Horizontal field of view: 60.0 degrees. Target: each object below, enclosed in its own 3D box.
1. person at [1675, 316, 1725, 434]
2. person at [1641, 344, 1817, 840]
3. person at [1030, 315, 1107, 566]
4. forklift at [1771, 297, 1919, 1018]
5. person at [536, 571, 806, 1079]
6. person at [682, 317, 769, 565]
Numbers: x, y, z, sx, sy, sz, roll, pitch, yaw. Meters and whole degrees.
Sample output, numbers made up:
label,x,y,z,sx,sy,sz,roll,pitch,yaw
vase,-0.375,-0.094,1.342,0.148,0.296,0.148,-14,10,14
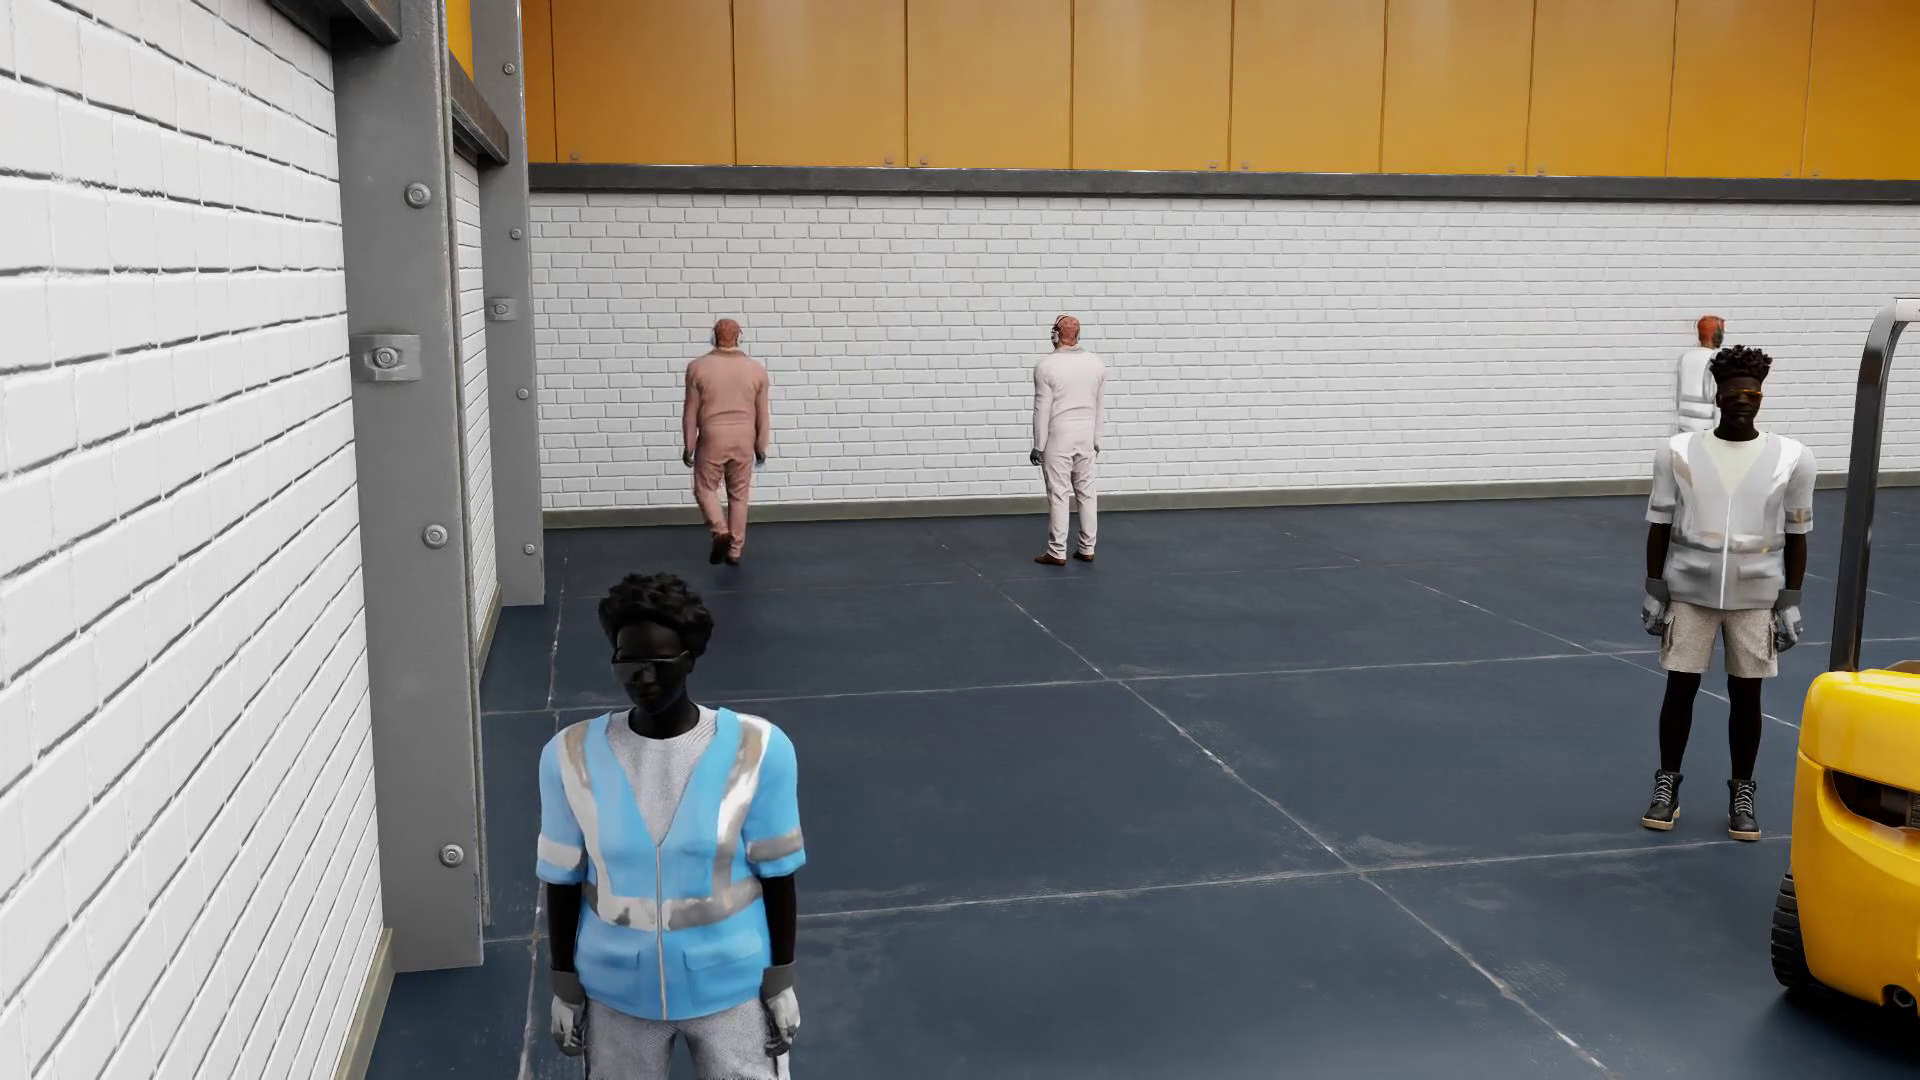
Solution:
label,x,y,z,sx,sy,sz,roll,pitch,yaw
person,6.355,-0.951,14.026,0.824,1.855,0.608,-4,10,-22
person,3.039,0.209,6.630,0.608,1.966,0.365,4,10,24
person,0.801,-0.757,12.695,0.643,1.910,0.400,-6,11,-30
forklift,3.542,0.334,5.177,2.313,2.155,1.214,-9,13,-43
person,-0.574,0.890,3.330,0.535,1.690,0.320,0,9,0
person,-1.753,-0.724,12.523,0.670,1.893,0.550,-4,10,-21
